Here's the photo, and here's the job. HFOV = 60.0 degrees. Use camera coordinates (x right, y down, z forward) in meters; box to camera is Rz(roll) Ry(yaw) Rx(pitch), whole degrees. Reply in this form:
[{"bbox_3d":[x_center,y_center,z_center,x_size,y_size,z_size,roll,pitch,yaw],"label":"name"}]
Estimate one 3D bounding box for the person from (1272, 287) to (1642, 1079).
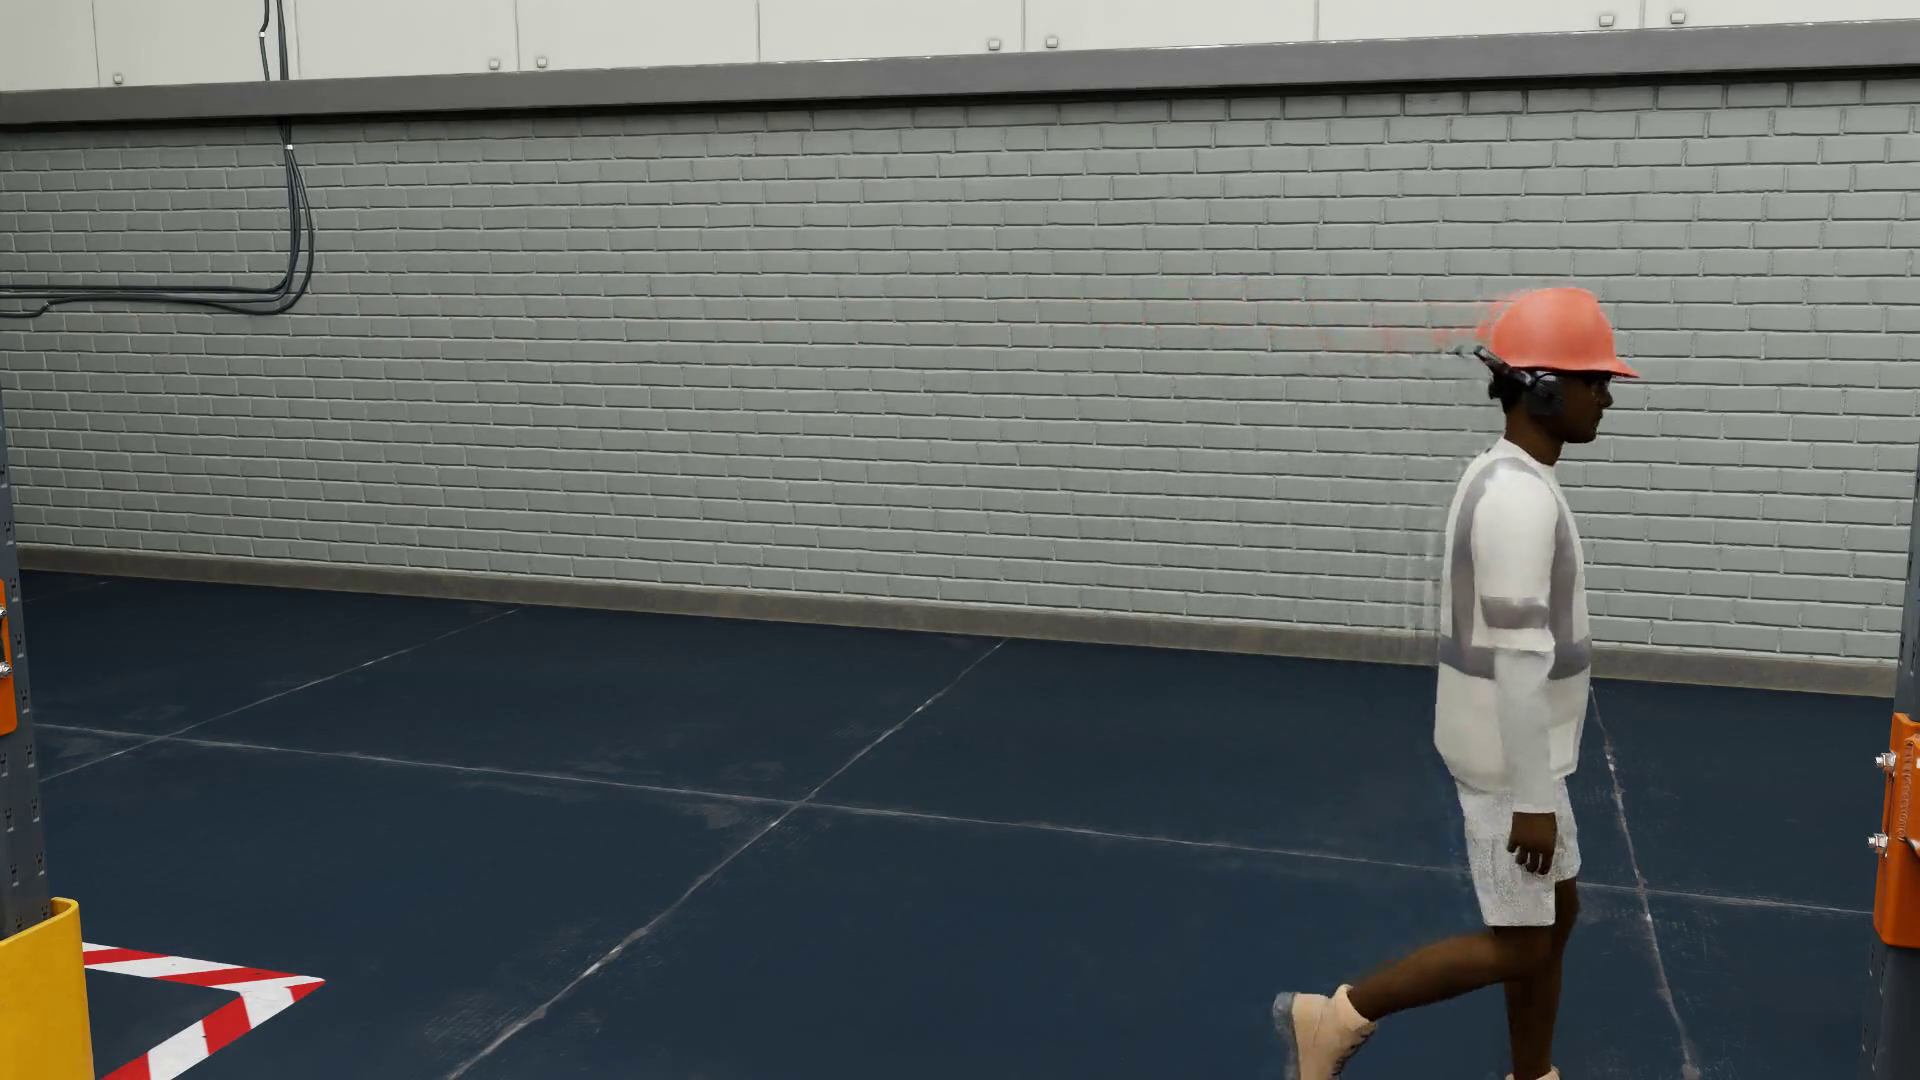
[{"bbox_3d":[1.164,0.450,3.724,0.765,2.024,0.625,3,10,19],"label":"person"}]
